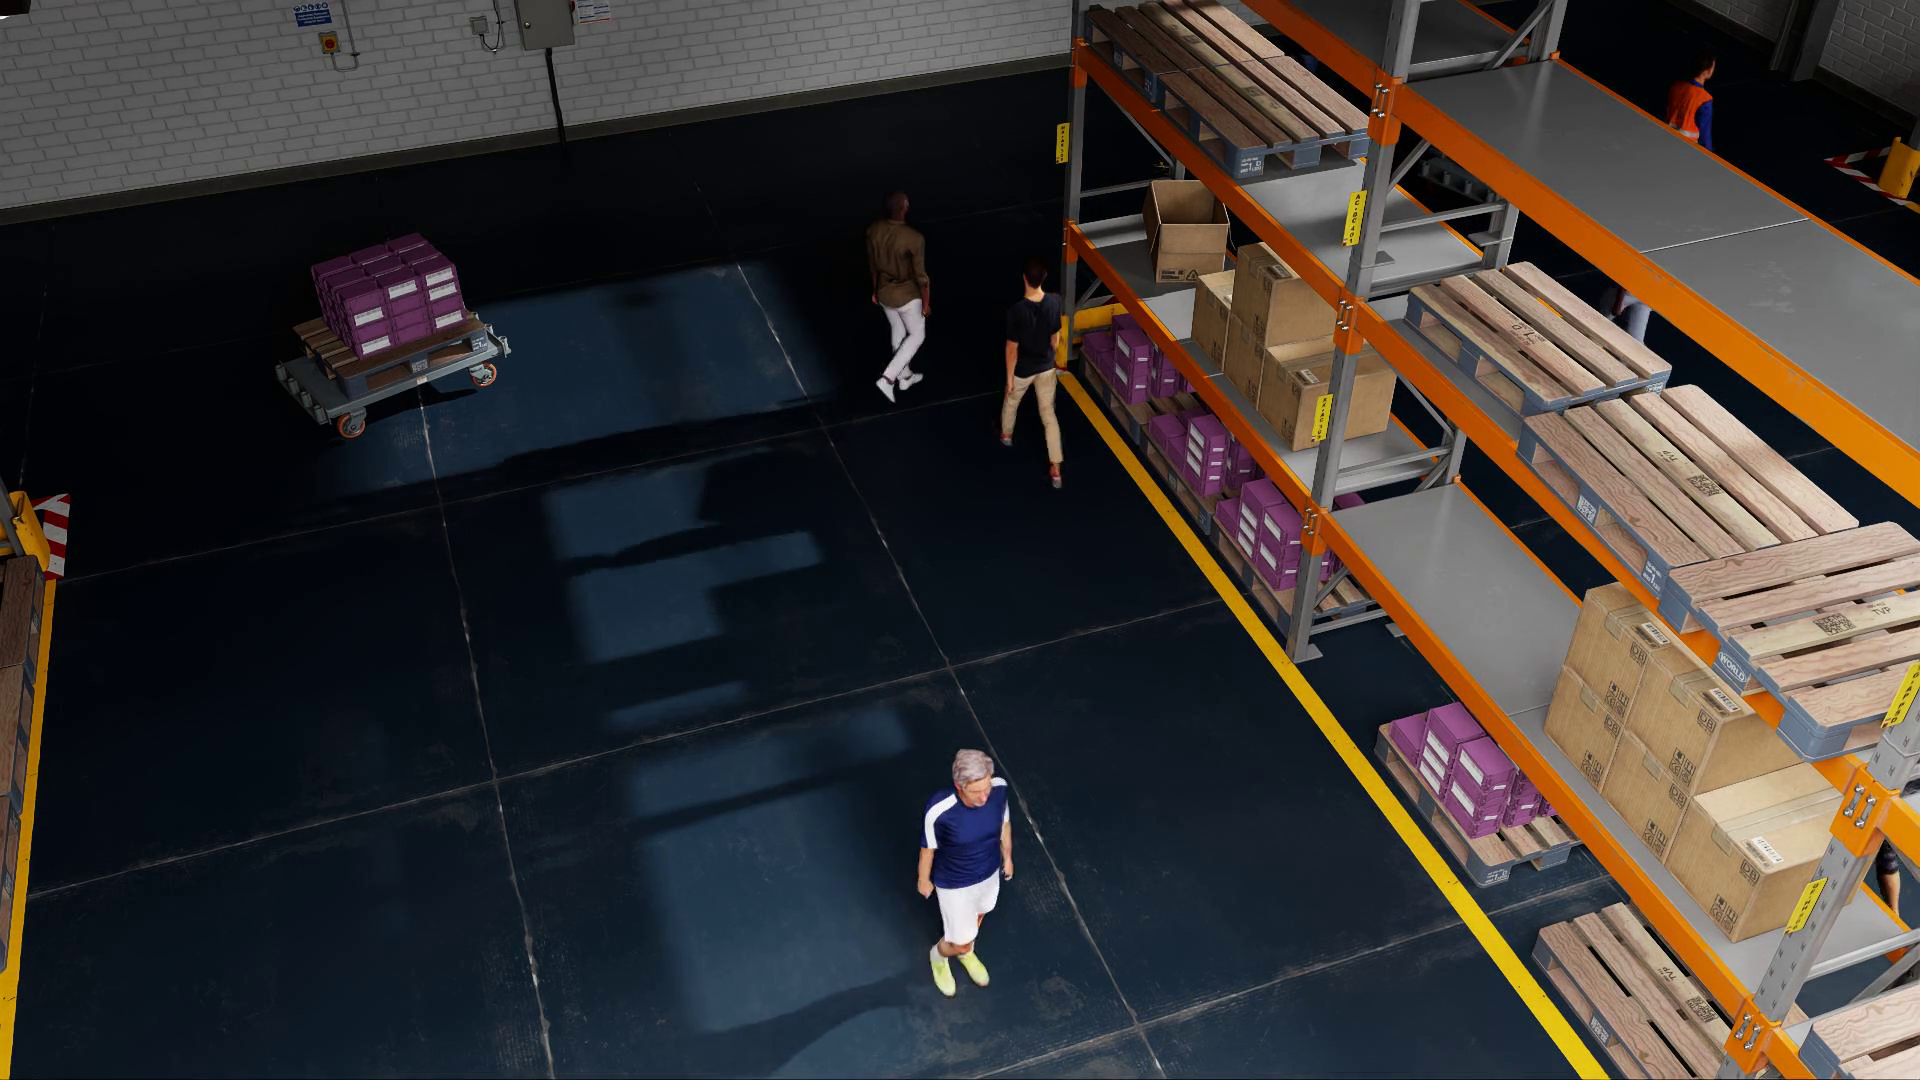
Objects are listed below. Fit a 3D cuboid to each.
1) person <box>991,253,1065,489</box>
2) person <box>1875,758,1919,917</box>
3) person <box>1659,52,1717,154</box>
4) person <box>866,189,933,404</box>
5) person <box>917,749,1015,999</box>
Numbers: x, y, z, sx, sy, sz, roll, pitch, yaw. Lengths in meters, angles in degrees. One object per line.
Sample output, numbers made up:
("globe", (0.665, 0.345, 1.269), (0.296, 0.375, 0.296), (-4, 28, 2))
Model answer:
("person", (0.584, -1.207, 12.259), (0.635, 1.810, 1.192), (-13, 40, -16))
("person", (5.115, 1.446, 9.041), (0.602, 1.680, 1.120), (-14, 41, -17))
("person", (6.431, -3.491, 15.110), (0.871, 1.820, 1.216), (-8, 39, -10))
("person", (-0.509, -1.888, 13.109), (1.004, 1.812, 1.037), (26, 45, 28))
("person", (-0.021, 1.659, 8.663), (0.724, 1.818, 0.718), (-26, 45, -29))
